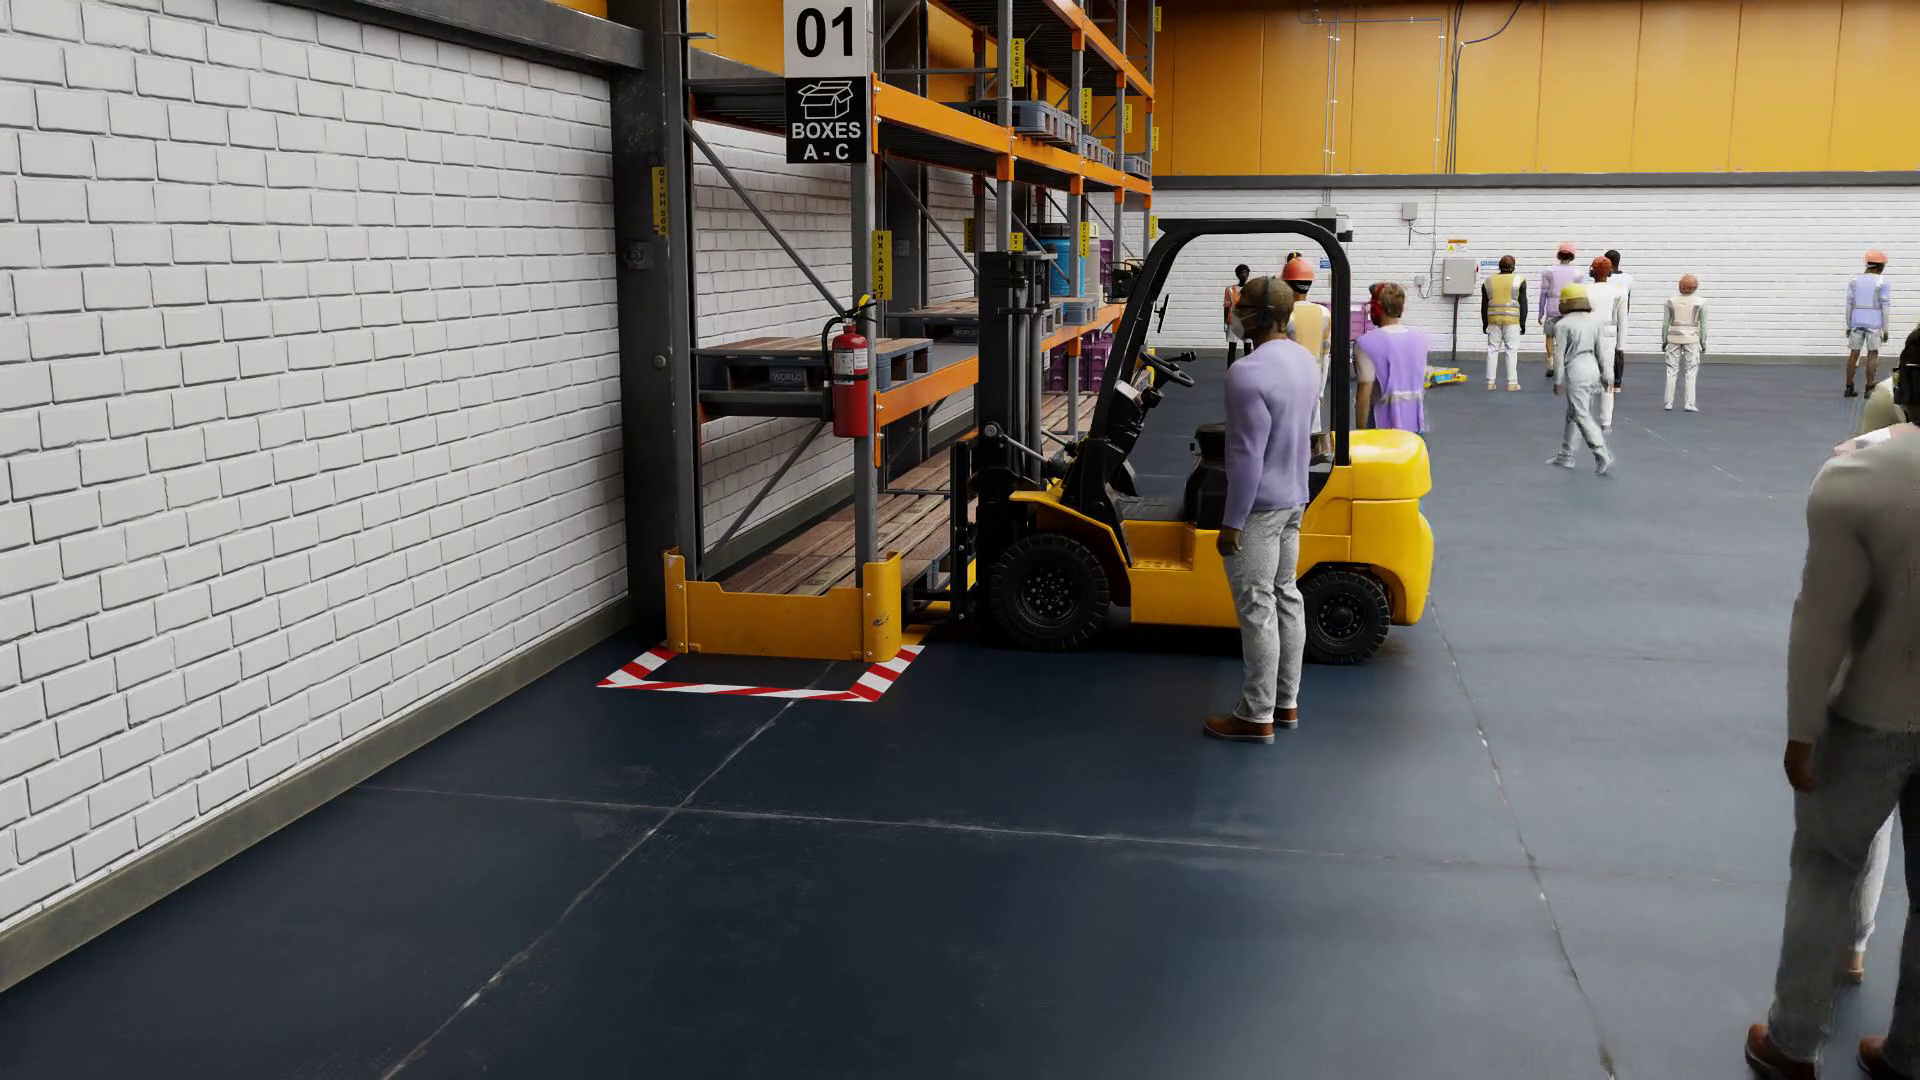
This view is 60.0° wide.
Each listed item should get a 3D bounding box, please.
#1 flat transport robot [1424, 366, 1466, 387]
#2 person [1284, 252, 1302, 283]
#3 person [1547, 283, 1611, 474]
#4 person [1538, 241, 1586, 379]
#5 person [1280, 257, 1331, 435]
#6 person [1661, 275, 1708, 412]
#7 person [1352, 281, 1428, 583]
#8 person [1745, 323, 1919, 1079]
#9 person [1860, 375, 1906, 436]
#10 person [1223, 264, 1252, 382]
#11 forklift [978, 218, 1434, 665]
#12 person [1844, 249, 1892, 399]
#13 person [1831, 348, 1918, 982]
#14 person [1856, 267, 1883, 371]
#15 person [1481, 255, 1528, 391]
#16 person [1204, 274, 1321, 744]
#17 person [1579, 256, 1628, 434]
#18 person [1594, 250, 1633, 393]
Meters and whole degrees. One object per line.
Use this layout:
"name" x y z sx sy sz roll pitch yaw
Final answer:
"flat transport robot" 6.536 -2.313 23.476 0.652 0.197 1.431 9 14 40
"person" 5.151 -3.550 25.908 0.439 1.857 0.553 0 10 -1
"person" 5.598 -1.446 14.849 0.508 1.691 0.870 -4 11 -23
"person" 8.810 -3.352 24.363 0.631 2.024 0.429 3 11 18
"person" 2.489 -1.120 12.367 0.544 1.939 0.354 -5 12 -27
"person" 8.696 -2.357 19.996 0.538 1.638 0.314 8 13 38
"person" 2.544 -0.620 9.932 0.568 1.832 0.448 -5 12 -27
"person" 2.254 0.424 3.925 0.650 1.934 0.451 1 10 7
"person" 4.360 -0.167 7.598 0.597 1.789 0.870 -2 10 -9
"person" 4.042 -3.106 23.917 0.536 1.696 0.318 2 11 11
"forklift" 1.285 -0.567 8.635 2.313 2.155 1.214 2 11 11
"person" 11.801 -2.796 21.599 0.373 1.927 0.576 -7 12 -33
"person" 2.661 0.335 4.655 0.629 1.843 0.429 0 10 3
"person" 14.207 -3.461 26.036 0.497 1.633 0.289 7 13 34
"person" 7.443 -2.963 22.737 0.619 1.845 0.430 7 12 33
"person" 1.258 -0.125 6.911 0.358 1.938 0.636 7 13 35
"person" 6.782 -2.066 17.705 0.574 1.885 0.355 2 11 12
"person" 8.738 -2.923 22.317 0.590 1.915 0.392 -5 12 -27
